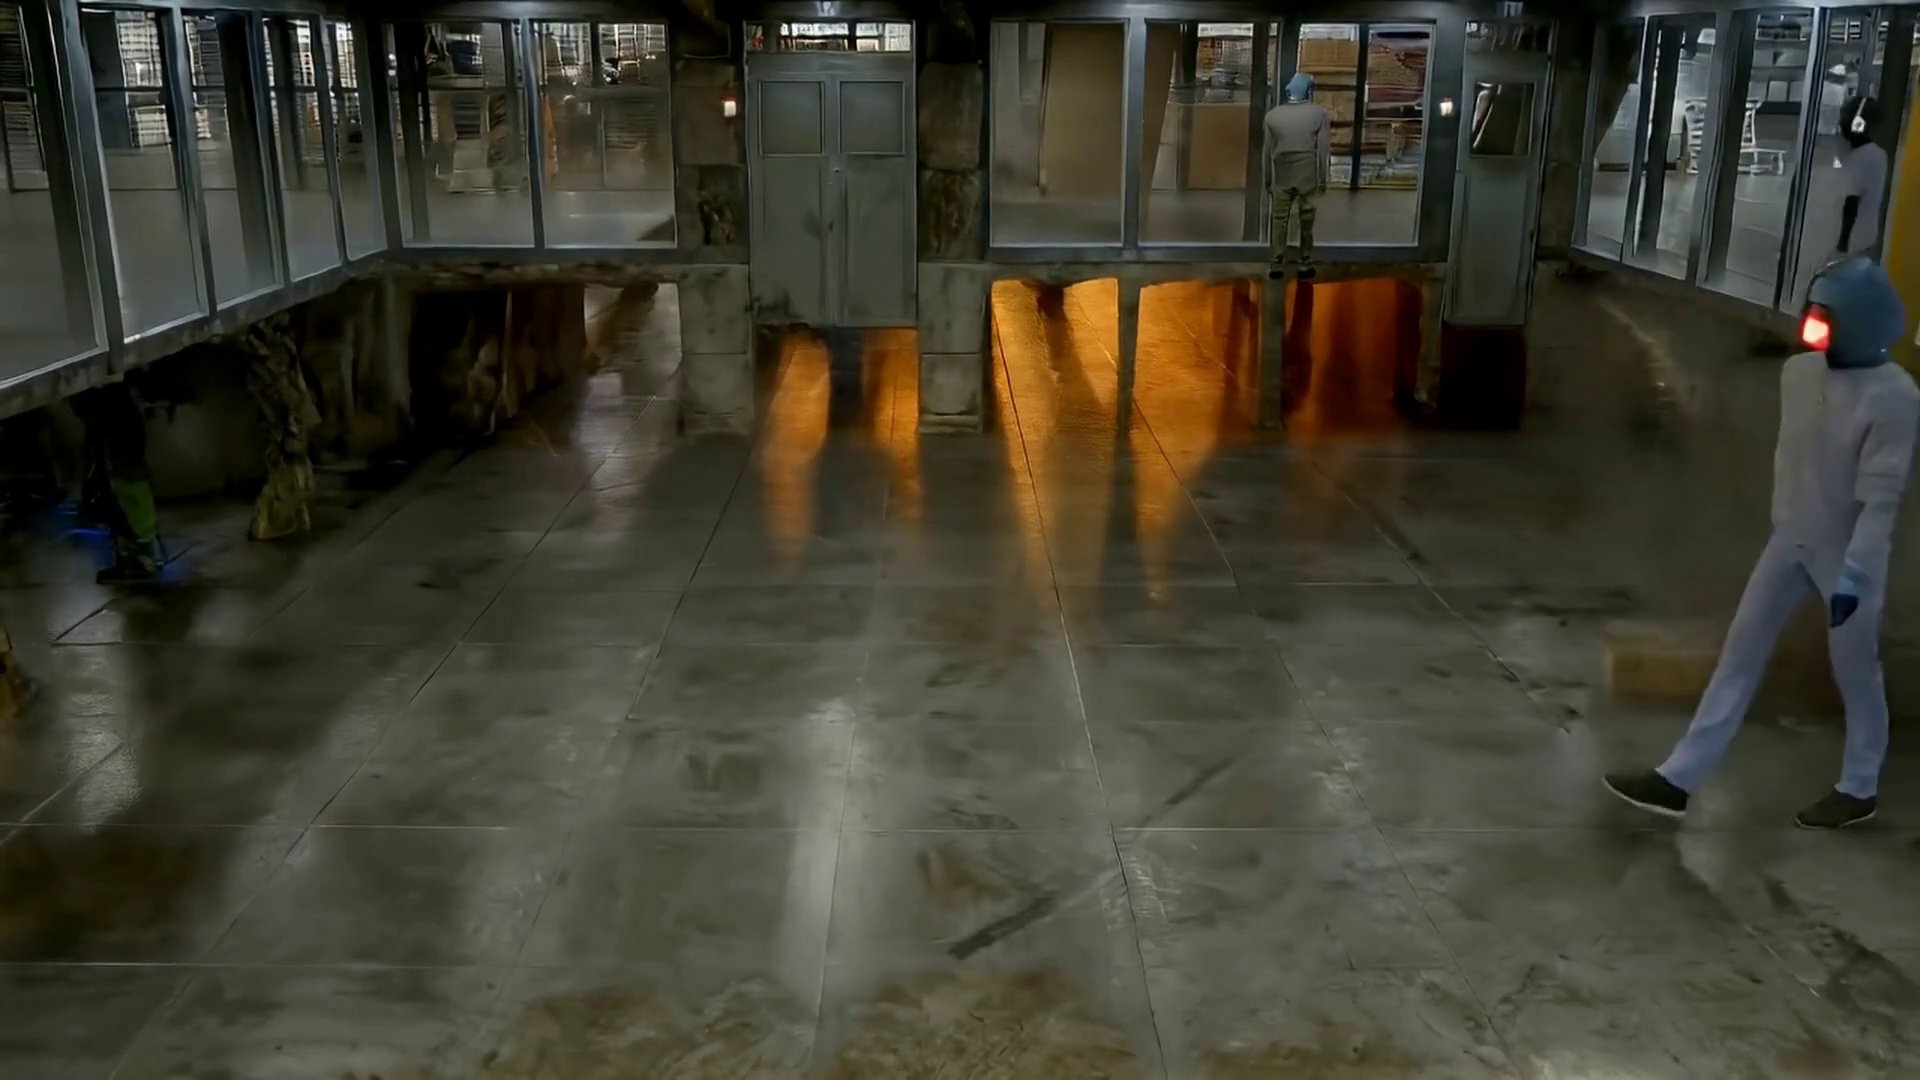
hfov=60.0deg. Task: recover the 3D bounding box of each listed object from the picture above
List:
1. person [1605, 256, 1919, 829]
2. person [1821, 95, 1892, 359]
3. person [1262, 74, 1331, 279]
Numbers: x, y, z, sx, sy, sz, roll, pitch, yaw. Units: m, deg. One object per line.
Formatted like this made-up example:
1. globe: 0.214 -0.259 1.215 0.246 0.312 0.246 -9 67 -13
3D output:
1. person: 2.228 0.052 4.456 0.818 1.589 0.526 -4 17 -13
2. person: 5.710 -1.878 10.596 0.516 1.856 0.551 -14 22 -40
3. person: 3.198 -3.453 15.852 0.643 1.909 0.410 6 17 19
